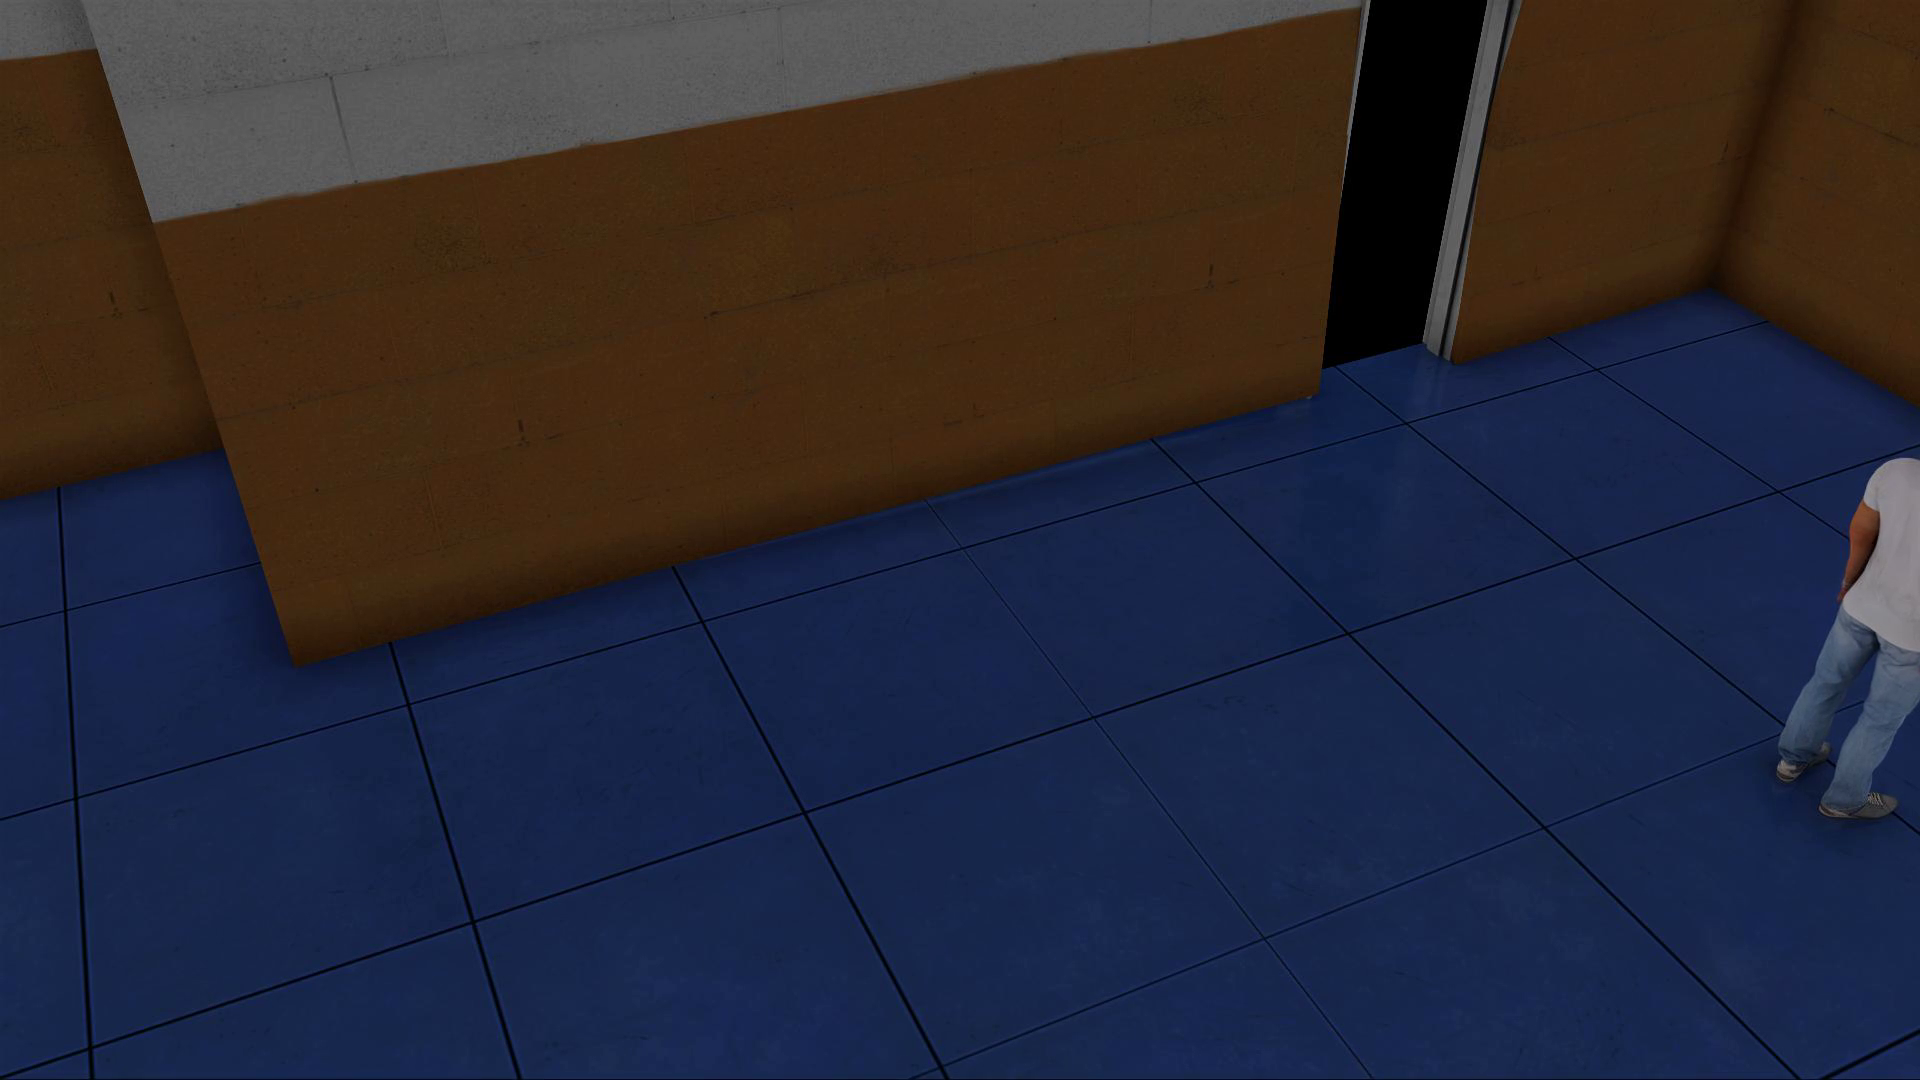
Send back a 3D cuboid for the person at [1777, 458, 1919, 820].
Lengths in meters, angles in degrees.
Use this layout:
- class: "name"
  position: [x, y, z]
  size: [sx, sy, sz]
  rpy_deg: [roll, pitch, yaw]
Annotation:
- class: "person"
  position: [3.531, 0.276, 6.277]
  size: [0.741, 1.866, 0.502]
  rpy_deg: [-13, 39, -17]
